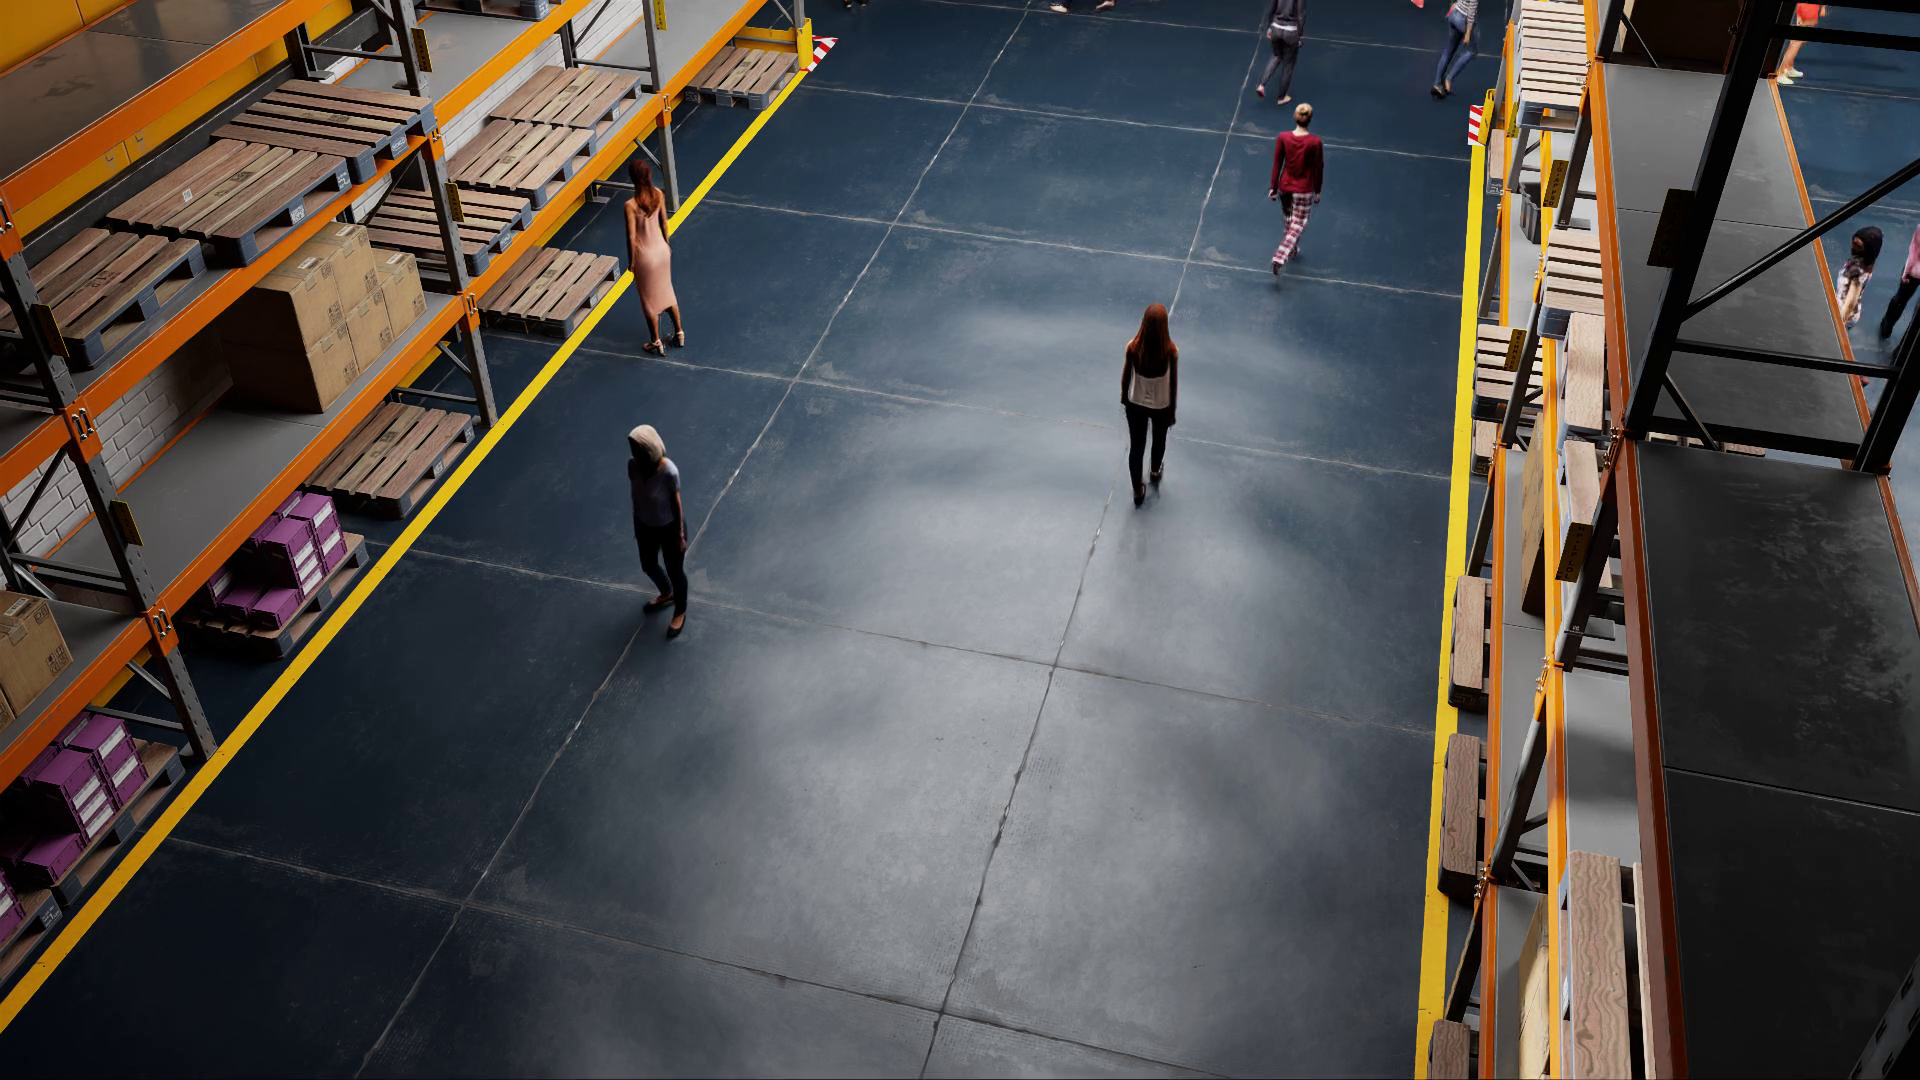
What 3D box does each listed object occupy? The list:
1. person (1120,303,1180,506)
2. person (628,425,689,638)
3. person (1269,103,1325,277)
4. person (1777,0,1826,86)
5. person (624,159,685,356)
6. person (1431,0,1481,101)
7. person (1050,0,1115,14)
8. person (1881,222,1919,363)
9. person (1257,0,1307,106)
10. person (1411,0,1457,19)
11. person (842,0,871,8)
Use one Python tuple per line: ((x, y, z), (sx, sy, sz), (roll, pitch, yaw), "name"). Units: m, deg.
((1.436, -0.988, 12.731), (0.620, 1.705, 0.794), (8, 39, 10), "person")
((-2.078, -0.113, 11.629), (0.665, 1.714, 0.665), (18, 42, 21), "person")
((3.140, -3.269, 15.613), (0.808, 1.673, 1.069), (21, 43, 24), "person")
((9.749, -6.155, 19.125), (0.746, 1.801, 0.707), (-1, 39, -2), "person")
((-2.680, -2.457, 14.469), (0.752, 1.833, 0.645), (30, 47, 32), "person")
((5.561, -5.741, 18.629), (0.899, 1.773, 0.778), (-10, 40, -12), "person")
((1.696, -7.424, 20.809), (1.042, 1.682, 1.126), (-9, 40, -12), "person")
((8.385, -2.278, 14.384), (0.710, 1.658, 0.978), (17, 42, 20), "person")
((3.607, -5.675, 18.591), (0.852, 1.716, 0.782), (-32, 48, -34), "person")
((6.058, -7.324, 20.704), (1.003, 1.657, 1.211), (-10, 40, -12), "person")
((-1.370, -7.615, 21.060), (0.642, 1.668, 0.613), (-4, 39, -5), "person")
